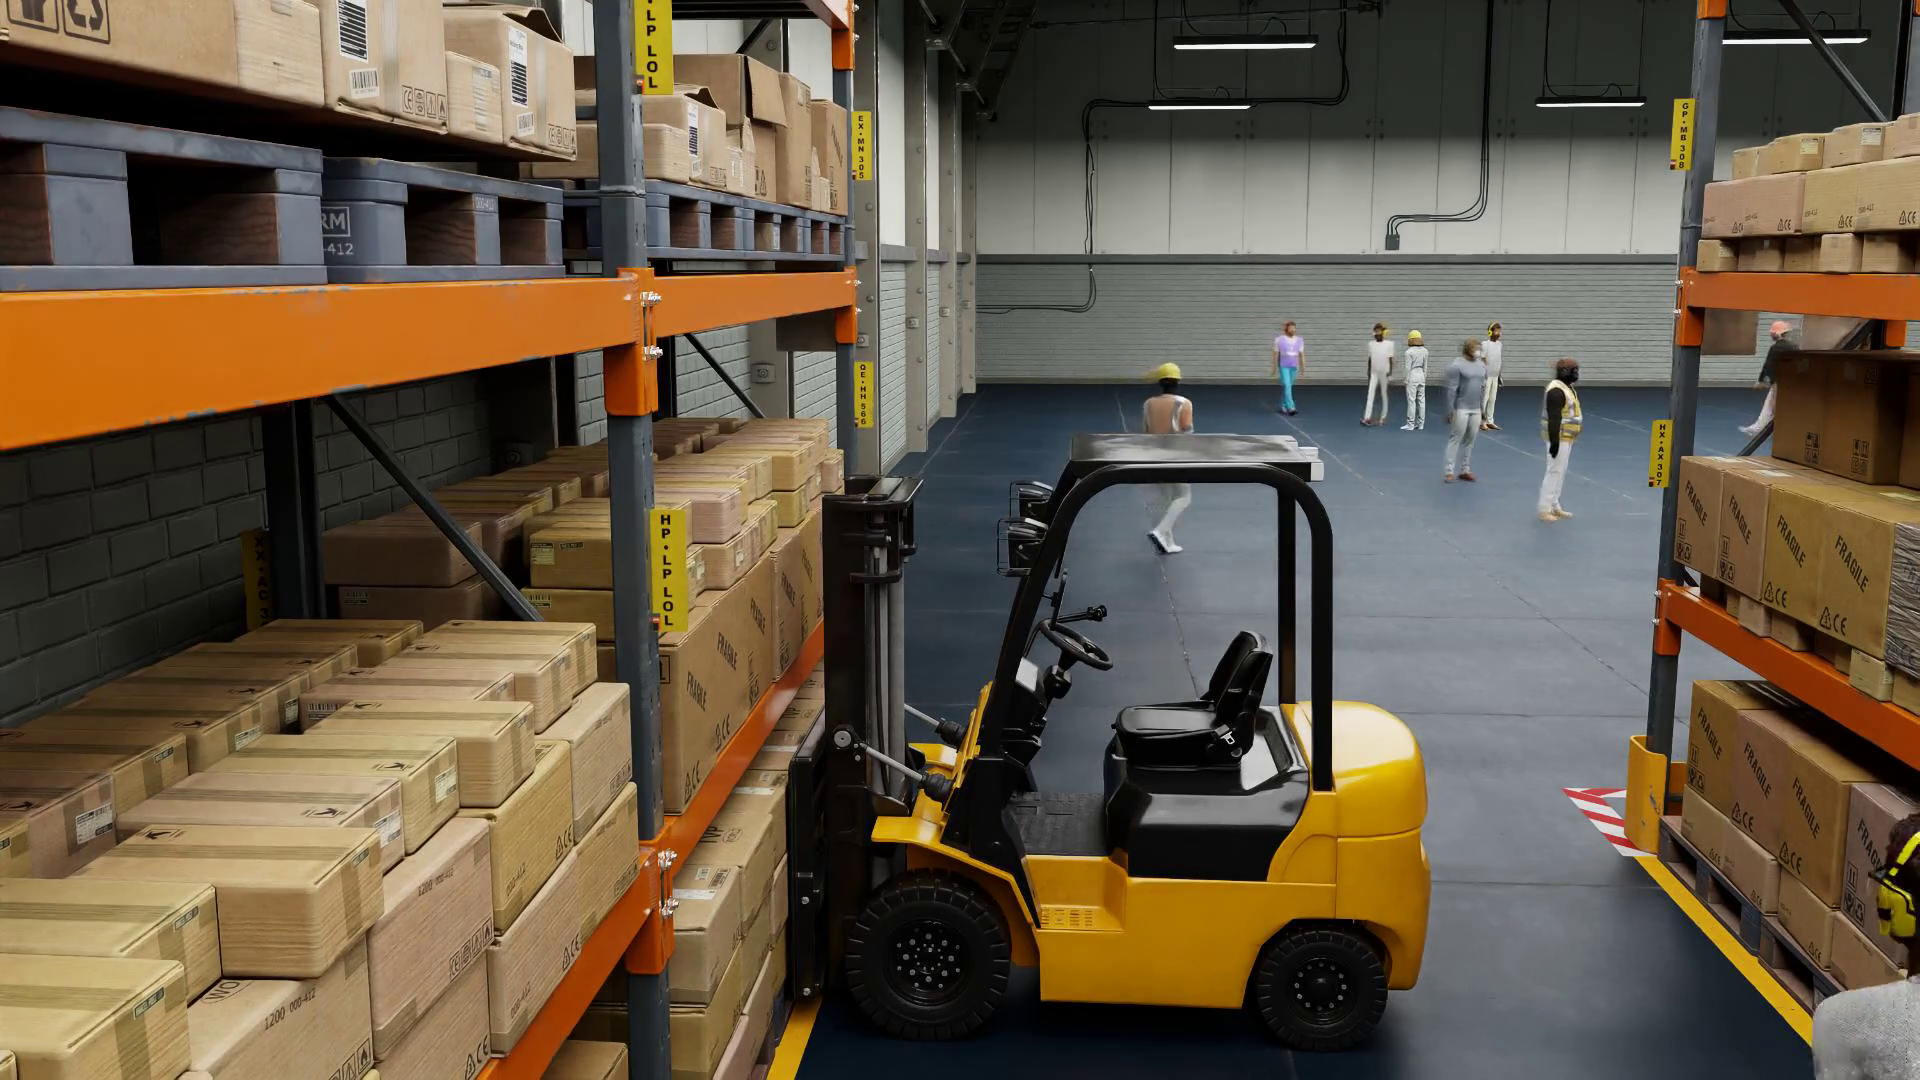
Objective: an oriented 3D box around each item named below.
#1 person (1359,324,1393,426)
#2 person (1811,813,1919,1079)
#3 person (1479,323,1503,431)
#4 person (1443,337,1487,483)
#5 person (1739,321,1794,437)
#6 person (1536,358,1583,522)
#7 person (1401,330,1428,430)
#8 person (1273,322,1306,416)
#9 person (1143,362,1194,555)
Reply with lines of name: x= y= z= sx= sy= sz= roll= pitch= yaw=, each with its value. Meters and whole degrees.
person: x=7.456 y=-2.925 z=29.628 sx=0.542 sy=1.818 sz=0.954 roll=6 pitch=11 yaw=34
person: x=1.849 y=1.418 z=3.299 sx=0.554 sy=1.819 sz=0.990 roll=0 pitch=9 yaw=0
person: x=9.266 y=-2.841 z=28.978 sx=0.512 sy=1.871 sz=0.328 roll=-6 pitch=11 yaw=-33
person: x=6.651 y=-1.705 z=21.991 sx=0.750 sy=1.925 sz=0.336 roll=-5 pitch=11 yaw=-29
person: x=13.337 y=-2.602 z=27.289 sx=0.630 sy=1.940 sz=1.030 roll=-9 pitch=13 yaw=-42
person: x=6.756 y=-1.127 z=18.745 sx=0.462 sy=1.830 sz=0.685 roll=5 pitch=11 yaw=27
person: x=7.943 y=-2.793 z=29.077 sx=0.485 sy=1.740 sz=0.303 roll=-5 pitch=11 yaw=-27
person: x=6.343 y=-3.297 z=31.961 sx=0.586 sy=1.790 sz=0.964 roll=-3 pitch=10 yaw=-15
person: x=2.059 y=-0.791 z=16.419 sx=0.623 sy=1.912 sz=0.463 roll=9 pitch=13 yaw=43
